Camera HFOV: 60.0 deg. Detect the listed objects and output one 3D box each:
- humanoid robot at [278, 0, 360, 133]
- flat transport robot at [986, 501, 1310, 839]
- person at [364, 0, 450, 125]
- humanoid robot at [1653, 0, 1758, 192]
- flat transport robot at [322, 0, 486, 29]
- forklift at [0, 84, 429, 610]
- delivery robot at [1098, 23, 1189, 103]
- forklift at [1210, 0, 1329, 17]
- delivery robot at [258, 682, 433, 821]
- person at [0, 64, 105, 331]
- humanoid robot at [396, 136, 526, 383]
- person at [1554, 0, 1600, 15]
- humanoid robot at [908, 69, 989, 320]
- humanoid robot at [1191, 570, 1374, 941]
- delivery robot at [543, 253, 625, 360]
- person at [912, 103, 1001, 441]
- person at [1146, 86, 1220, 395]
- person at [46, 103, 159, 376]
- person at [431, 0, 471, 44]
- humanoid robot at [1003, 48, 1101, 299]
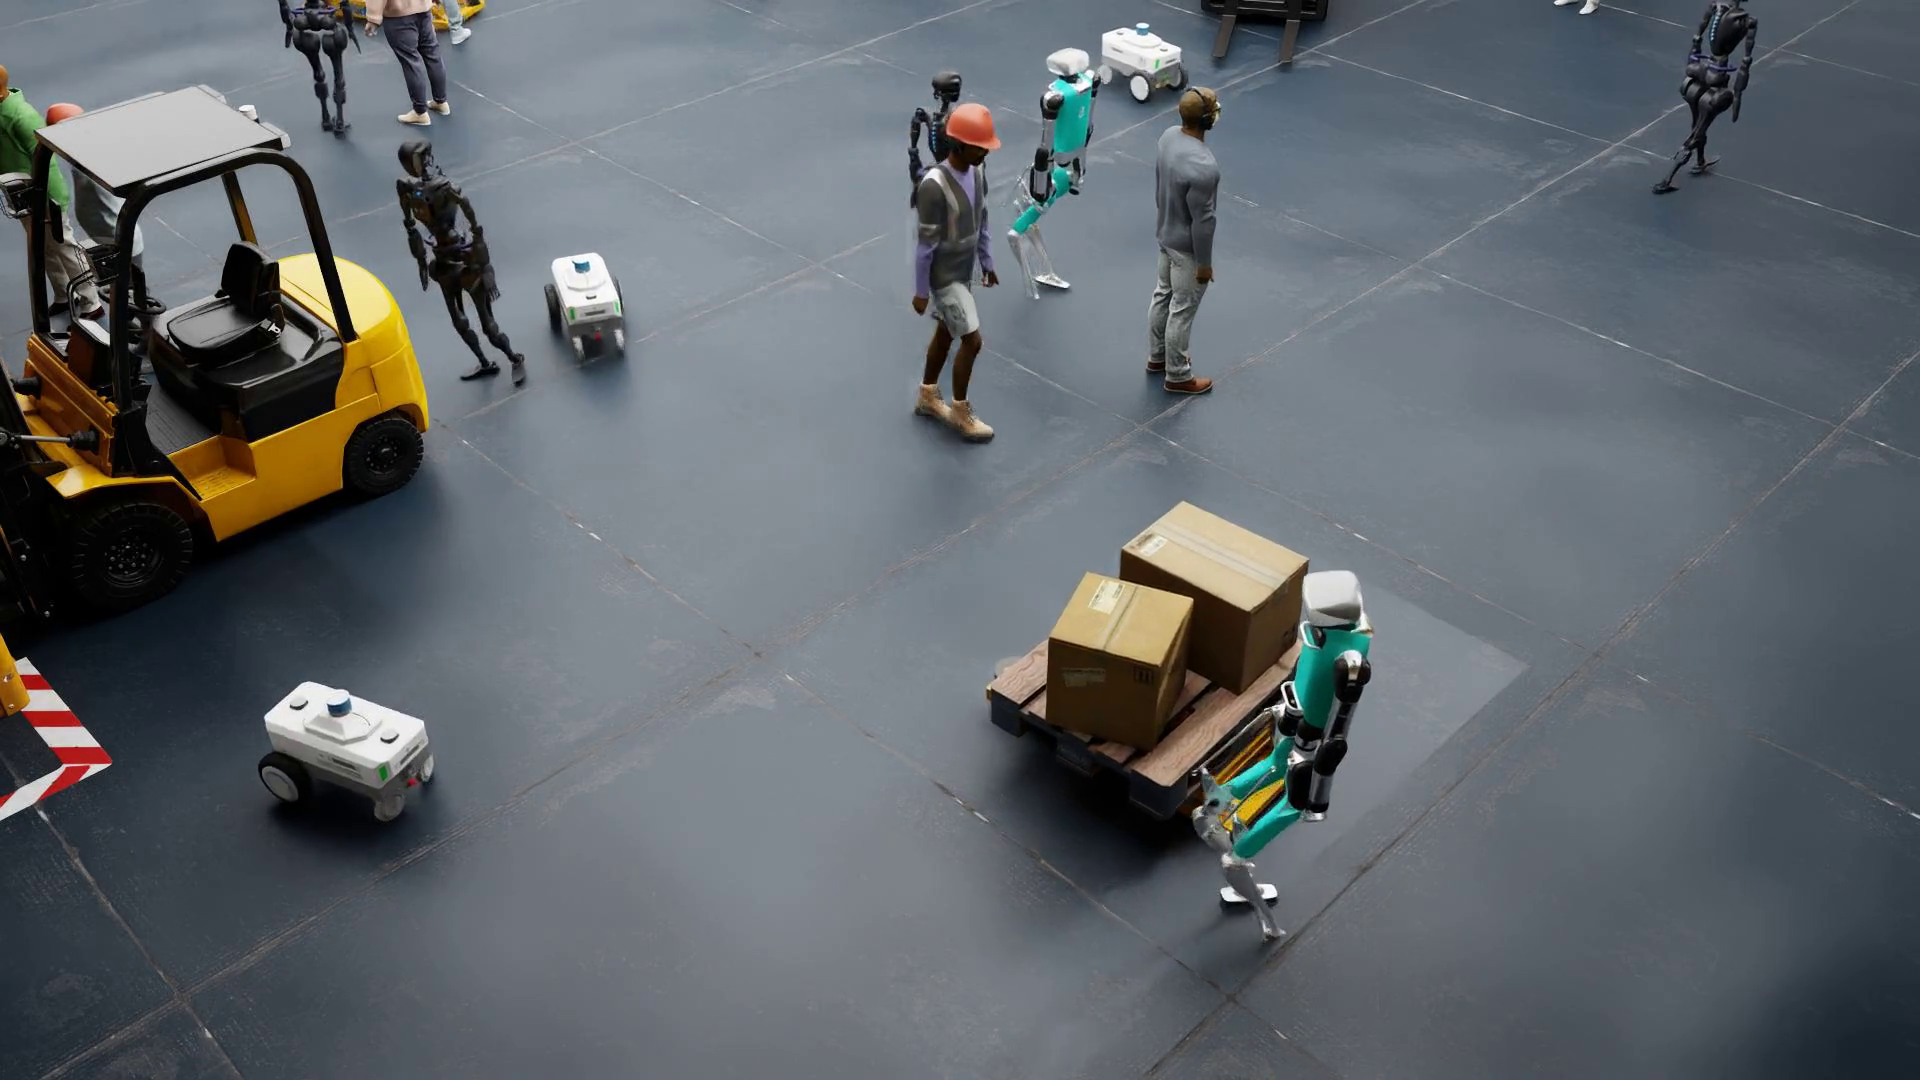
[{"bbox_3d":[-5.146,-4.084,13.293,0.600,1.645,0.388,-2,37,-3],"label":"humanoid robot"},{"bbox_3d":[0.882,0.841,7.872,1.431,0.231,0.659,27,45,32],"label":"flat transport robot"},{"bbox_3d":[-4.441,-4.278,13.388,0.409,1.867,0.794,18,40,23],"label":"person"},{"bbox_3d":[5.648,-3.431,12.442,0.763,1.623,0.610,-14,39,-18],"label":"humanoid robot"},{"bbox_3d":[-5.331,-5.115,15.843,1.431,0.231,0.659,9,38,12],"label":"flat transport robot"},{"bbox_3d":[-4.145,-1.093,8.856,2.313,2.155,1.214,-31,47,-34],"label":"forklift"},{"bbox_3d":[1.556,-4.127,14.275,0.499,0.587,0.789,-27,45,-32],"label":"delivery robot"},{"bbox_3d":[3.106,-6.400,15.960,1.214,2.155,2.313,8,37,10],"label":"forklift"},{"bbox_3d":[-2.776,0.922,7.540,0.786,0.614,0.524,15,39,19],"label":"delivery robot"},{"bbox_3d":[-5.957,-2.214,10.696,0.534,1.784,0.383,22,42,27],"label":"person"},{"bbox_3d":[-3.029,-1.695,10.089,0.608,1.635,0.433,15,39,19],"label":"humanoid robot"},{"bbox_3d":[5.974,-5.780,15.587,0.310,1.638,0.520,-21,41,-25],"label":"person"},{"bbox_3d":[-0.066,-2.273,10.868,0.611,1.641,0.543,19,41,24],"label":"humanoid robot"},{"bbox_3d":[1.182,0.897,6.592,0.684,1.831,0.533,-2,37,-2],"label":"humanoid robot"},{"bbox_3d":[-2.436,-1.573,10.861,0.499,0.592,0.795,-12,39,-16],"label":"delivery robot"},{"bbox_3d":[0.045,-1.531,9.592,0.759,2.007,0.633,16,40,20],"label":"person"},{"bbox_3d":[1.361,-1.788,9.995,0.365,1.939,0.635,-10,38,-13],"label":"person"},{"bbox_3d":[-5.226,-1.848,10.238,0.346,1.743,0.577,-22,42,-27],"label":"person"},{"bbox_3d":[-4.773,-5.383,14.825,0.595,1.918,0.382,-2,37,-3],"label":"person"},{"bbox_3d":[0.529,-2.398,10.991,0.683,1.806,0.537,26,44,30],"label":"humanoid robot"}]
